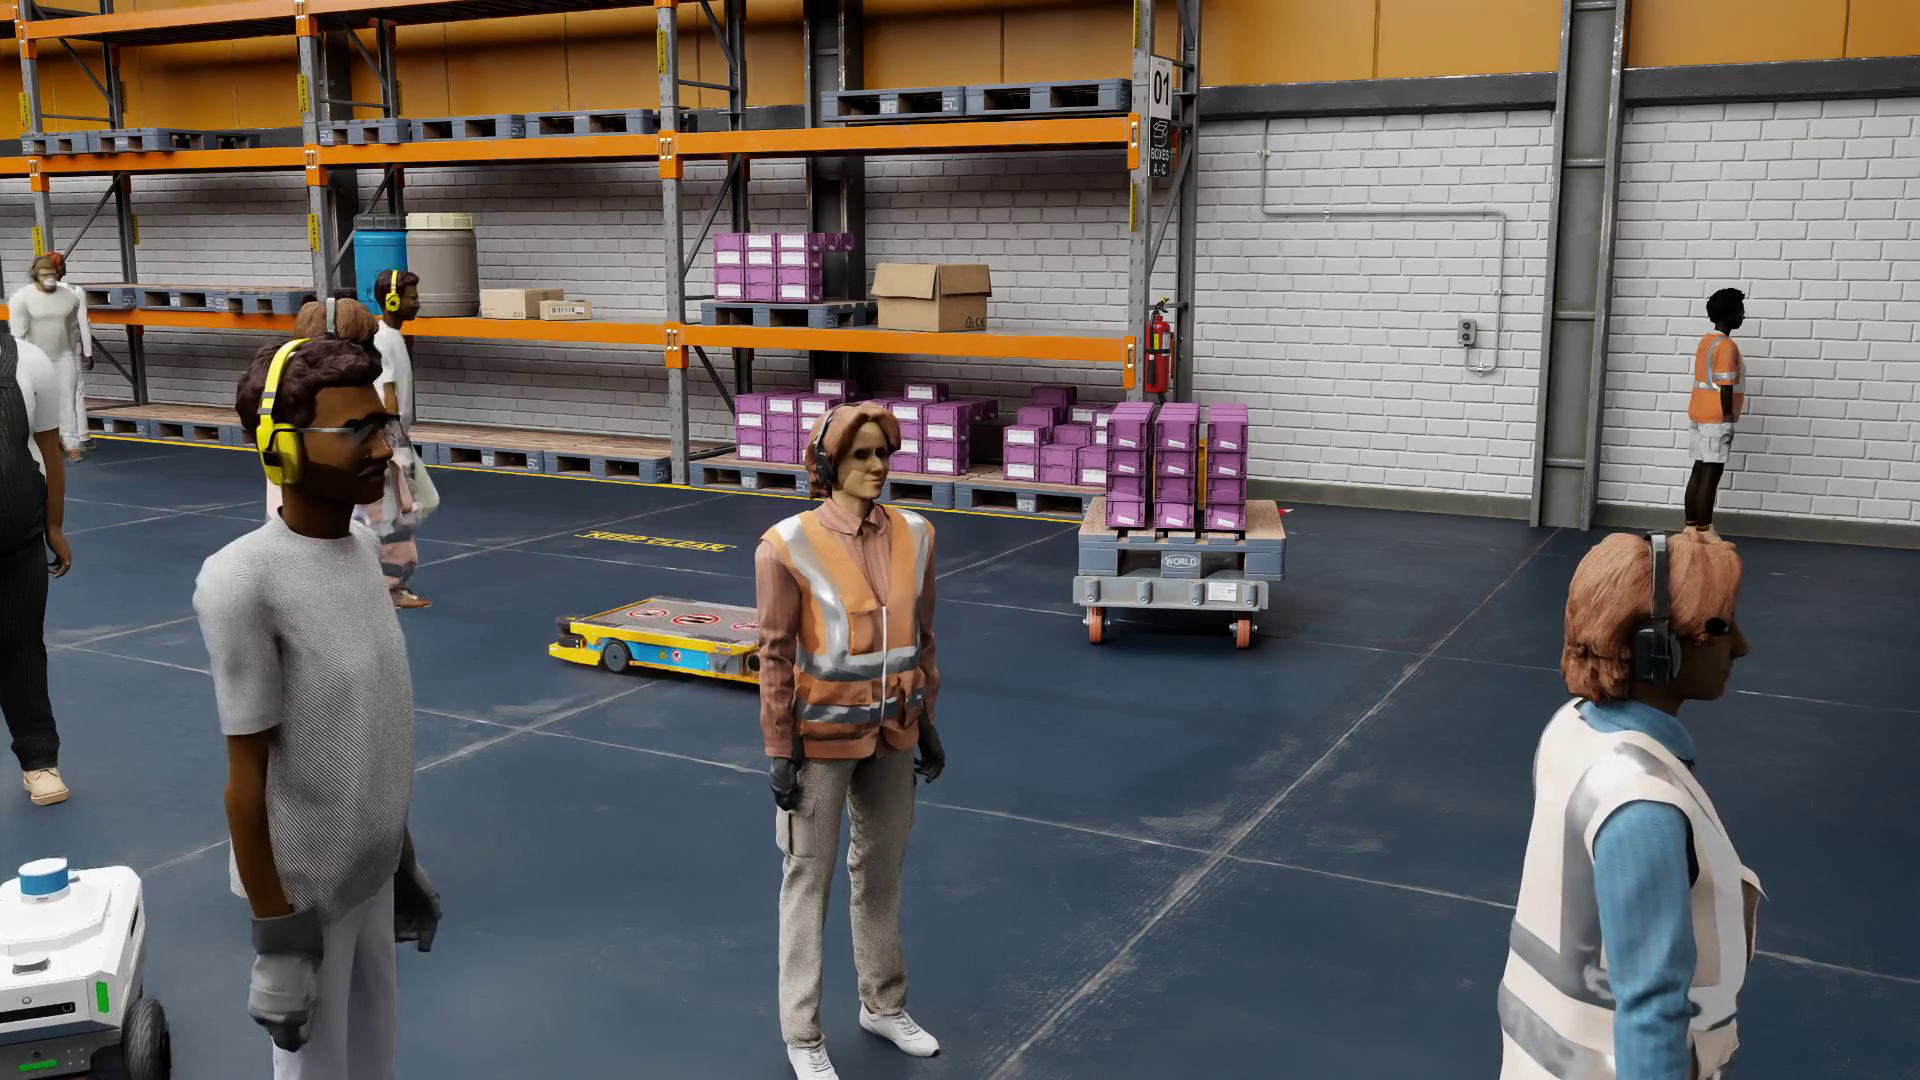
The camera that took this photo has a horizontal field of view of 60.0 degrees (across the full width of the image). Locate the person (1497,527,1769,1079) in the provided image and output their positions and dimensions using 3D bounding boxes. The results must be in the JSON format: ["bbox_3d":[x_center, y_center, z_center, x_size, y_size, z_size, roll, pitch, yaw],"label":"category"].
[{"bbox_3d":[0.906,0.793,2.319,0.310,1.642,0.514,2,10,10],"label":"person"}]

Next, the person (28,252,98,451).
[{"bbox_3d":[-8.507,-1.772,15.717,0.583,1.882,0.337,-2,11,-12],"label":"person"}]

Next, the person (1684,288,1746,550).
[{"bbox_3d":[4.901,-0.777,10.777,0.316,1.696,0.540,1,10,8],"label":"person"}]

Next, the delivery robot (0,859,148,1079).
[{"bbox_3d":[-2.142,0.997,3.928,0.477,0.478,0.707,-4,11,-21],"label":"delivery robot"}]

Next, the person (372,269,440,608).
[{"bbox_3d":[-3.044,-0.530,9.007,0.398,1.853,0.528,-1,10,-8],"label":"person"}]

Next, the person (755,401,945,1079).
[{"bbox_3d":[-0.260,0.489,3.997,0.514,1.639,0.308,-9,13,-40],"label":"person"}]

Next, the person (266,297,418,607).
[{"bbox_3d":[-1.896,0.177,5.151,0.429,1.841,0.634,-5,12,-27],"label":"person"}]

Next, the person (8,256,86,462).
[{"bbox_3d":[-8.369,-1.655,15.177,1.056,1.870,0.641,9,13,39],"label":"person"}]

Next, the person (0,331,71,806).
[{"bbox_3d":[-3.455,-0.039,5.784,0.677,2.000,0.536,-7,13,-35],"label":"person"}]

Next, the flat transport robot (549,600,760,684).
[{"bbox_3d":[-1.168,0.474,7.827,1.431,0.197,0.652,5,12,27],"label":"flat transport robot"}]

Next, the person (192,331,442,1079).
[{"bbox_3d":[-1.031,0.593,2.787,0.327,1.874,0.519,1,10,4],"label":"person"}]
